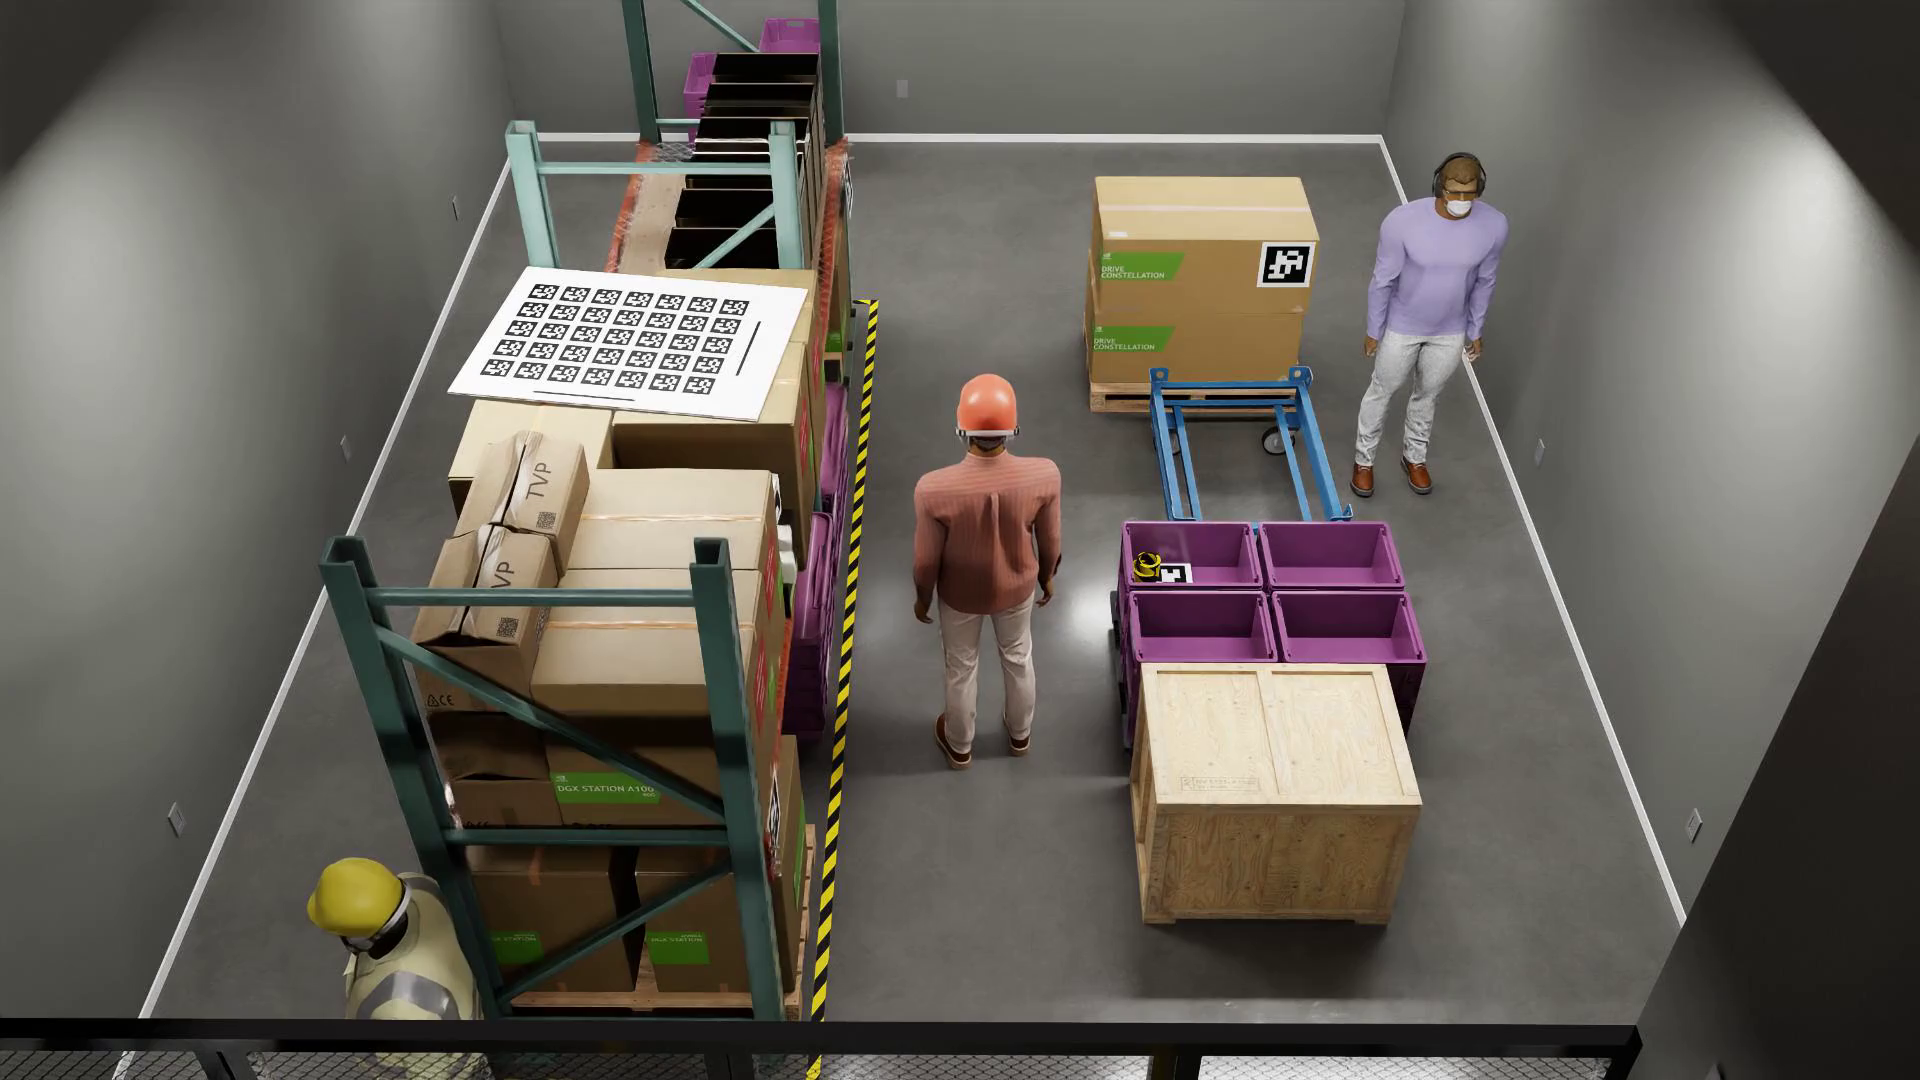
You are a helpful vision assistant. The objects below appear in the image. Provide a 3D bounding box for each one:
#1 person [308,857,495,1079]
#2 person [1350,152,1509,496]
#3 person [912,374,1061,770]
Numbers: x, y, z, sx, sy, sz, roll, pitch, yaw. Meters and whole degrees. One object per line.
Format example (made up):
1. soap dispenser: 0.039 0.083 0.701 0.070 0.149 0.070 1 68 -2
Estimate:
1. person: -1.721 1.623 5.344 0.404 1.827 0.600 -8 42 -9
2. person: 2.329 -1.062 8.324 0.627 1.941 0.371 -1 41 -1
3. person: 0.104 0.163 6.885 0.625 1.992 0.386 -9 42 -11
